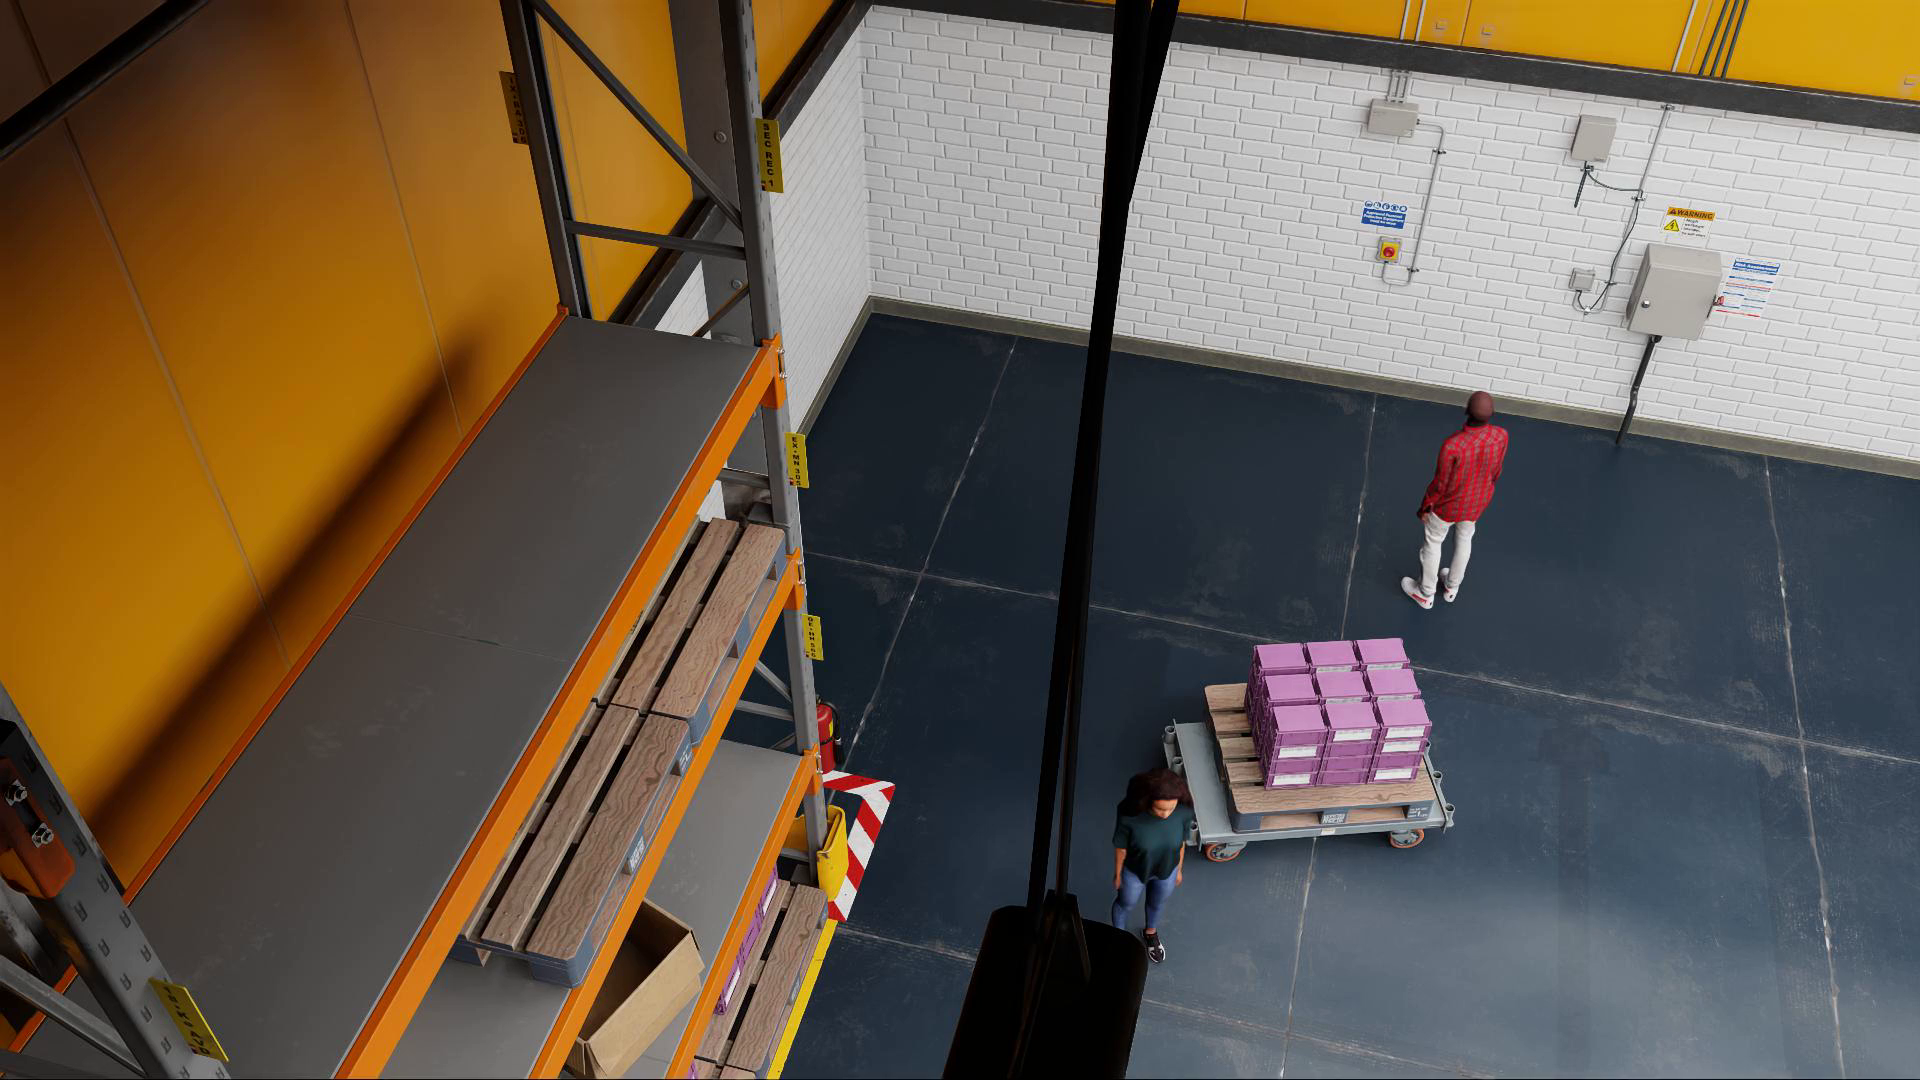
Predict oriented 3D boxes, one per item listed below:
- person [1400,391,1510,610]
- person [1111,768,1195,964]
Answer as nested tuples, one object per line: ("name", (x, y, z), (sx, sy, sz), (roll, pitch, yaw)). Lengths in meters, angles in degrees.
("person", (3.374, -0.271, 11.246), (0.752, 1.817, 0.752), (-9, 44, -10))
("person", (1.046, 1.798, 9.220), (0.684, 1.616, 0.702), (-4, 44, -4))
